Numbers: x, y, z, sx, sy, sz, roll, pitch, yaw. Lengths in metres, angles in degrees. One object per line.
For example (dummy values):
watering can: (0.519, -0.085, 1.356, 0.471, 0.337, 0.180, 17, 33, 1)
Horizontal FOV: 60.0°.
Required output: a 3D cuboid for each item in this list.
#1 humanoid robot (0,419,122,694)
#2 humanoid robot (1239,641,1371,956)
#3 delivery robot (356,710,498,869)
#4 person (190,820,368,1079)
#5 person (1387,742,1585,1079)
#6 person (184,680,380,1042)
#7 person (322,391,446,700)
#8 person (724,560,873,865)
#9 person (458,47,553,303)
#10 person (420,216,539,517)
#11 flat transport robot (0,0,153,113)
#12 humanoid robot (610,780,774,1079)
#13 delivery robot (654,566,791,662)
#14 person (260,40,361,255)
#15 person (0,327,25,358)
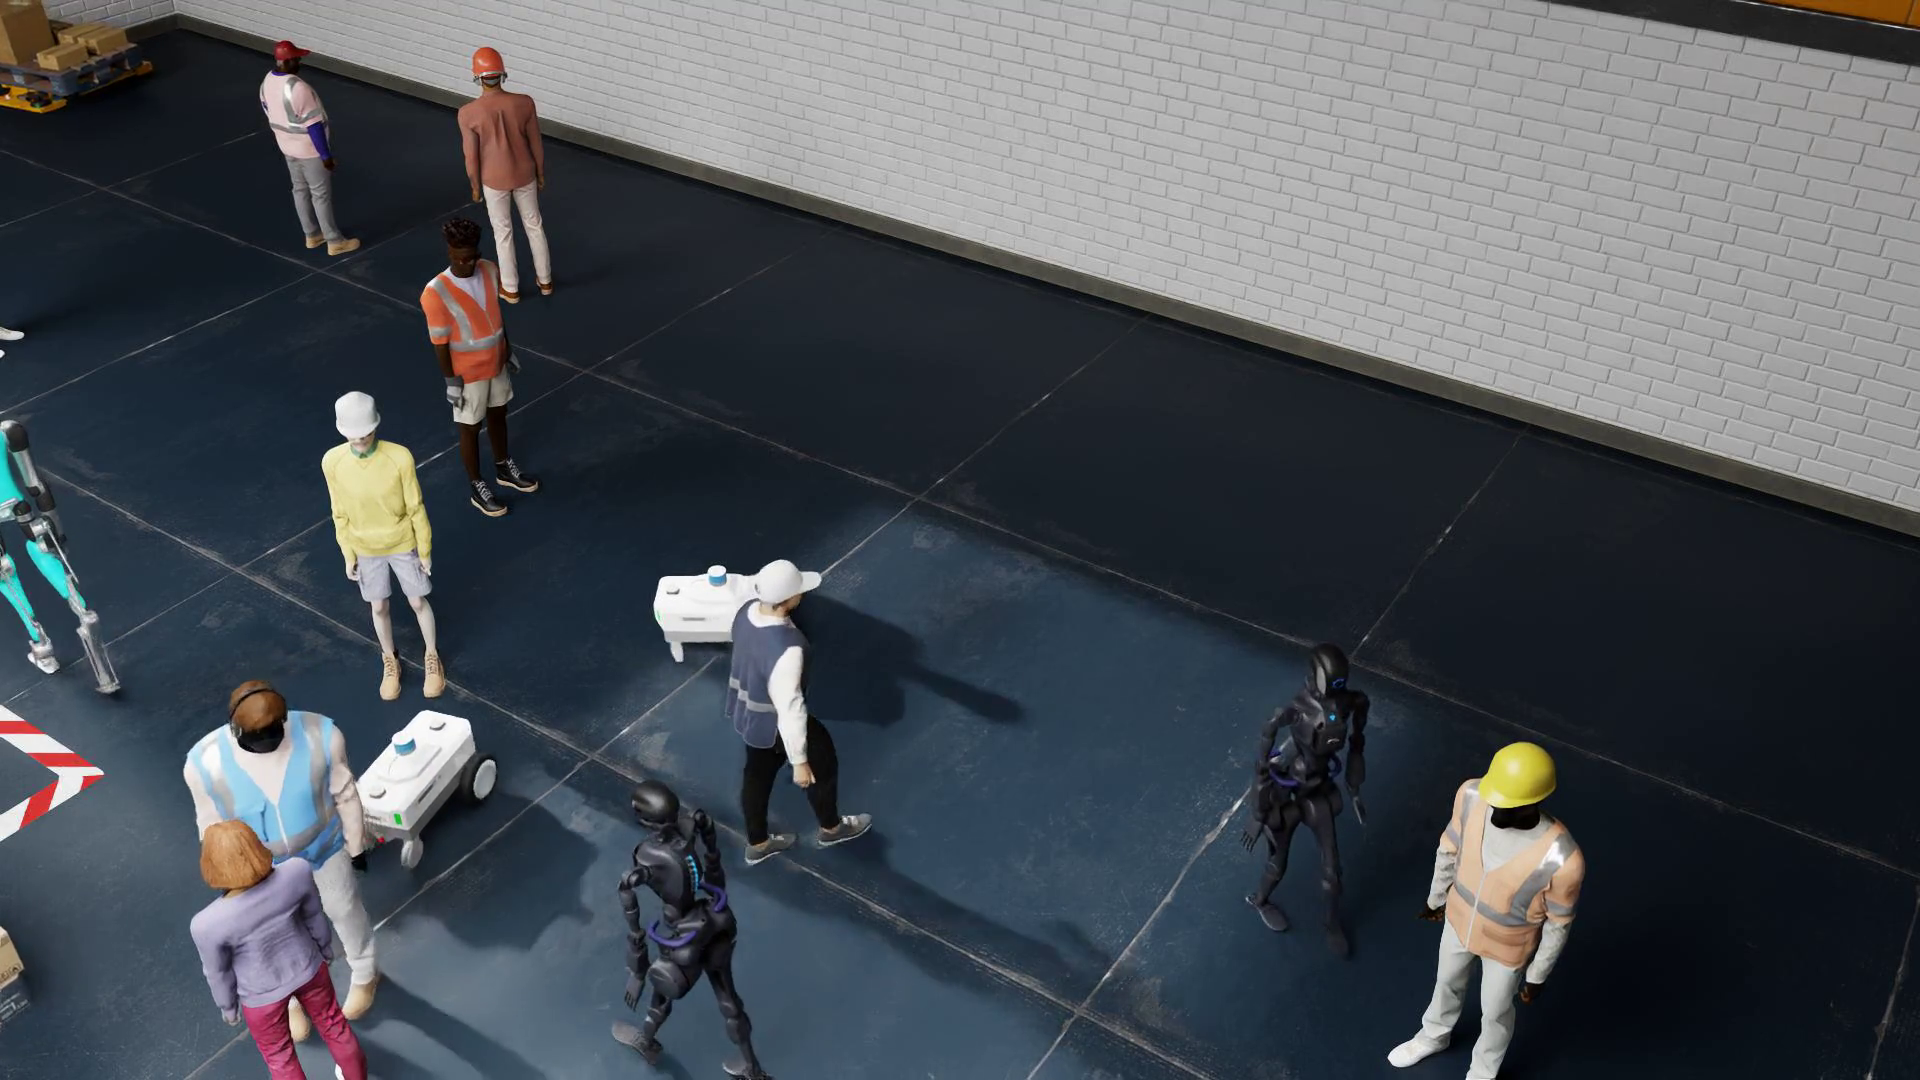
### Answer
humanoid robot: (-4.888, 0.156, 8.804, 1.012, 1.775, 0.530, 27, 43, 33)
humanoid robot: (1.549, 1.176, 7.356, 0.600, 1.639, 0.510, -12, 37, -17)
delivery robot: (-2.715, 1.201, 8.311, 0.499, 0.610, 0.808, 11, 36, 15)
person: (-2.699, 1.741, 6.593, 0.278, 1.625, 0.494, 26, 43, 32)
person: (2.092, 1.547, 6.608, 0.381, 1.924, 0.592, -23, 41, -29)
person: (-2.825, 1.314, 7.026, 0.640, 1.831, 0.436, -16, 38, -22)
person: (-3.040, 0.027, 8.825, 0.480, 1.887, 0.403, -5, 35, -7)
person: (-0.751, 0.799, 7.839, 0.751, 1.728, 0.757, -22, 41, -28)
person: (-3.463, -2.780, 12.734, 0.610, 1.995, 0.377, -19, 39, -25)
person: (-2.987, -1.089, 10.348, 0.376, 1.958, 0.601, 17, 38, 23)
flat transport robot: (-9.059, -4.710, 16.994, 0.659, 0.231, 1.431, 14, 37, 19)
humanoid robot: (-1.150, 1.598, 6.767, 0.736, 1.634, 0.593, 20, 40, 26)
delivery robot: (-1.326, 0.406, 9.434, 0.766, 0.594, 0.529, 0, 35, 0)
person: (-5.314, -3.187, 13.526, 0.610, 1.751, 0.418, 23, 41, 29)
person: (-7.288, -2.223, 12.045, 0.329, 1.872, 0.505, 1, 35, 2)
